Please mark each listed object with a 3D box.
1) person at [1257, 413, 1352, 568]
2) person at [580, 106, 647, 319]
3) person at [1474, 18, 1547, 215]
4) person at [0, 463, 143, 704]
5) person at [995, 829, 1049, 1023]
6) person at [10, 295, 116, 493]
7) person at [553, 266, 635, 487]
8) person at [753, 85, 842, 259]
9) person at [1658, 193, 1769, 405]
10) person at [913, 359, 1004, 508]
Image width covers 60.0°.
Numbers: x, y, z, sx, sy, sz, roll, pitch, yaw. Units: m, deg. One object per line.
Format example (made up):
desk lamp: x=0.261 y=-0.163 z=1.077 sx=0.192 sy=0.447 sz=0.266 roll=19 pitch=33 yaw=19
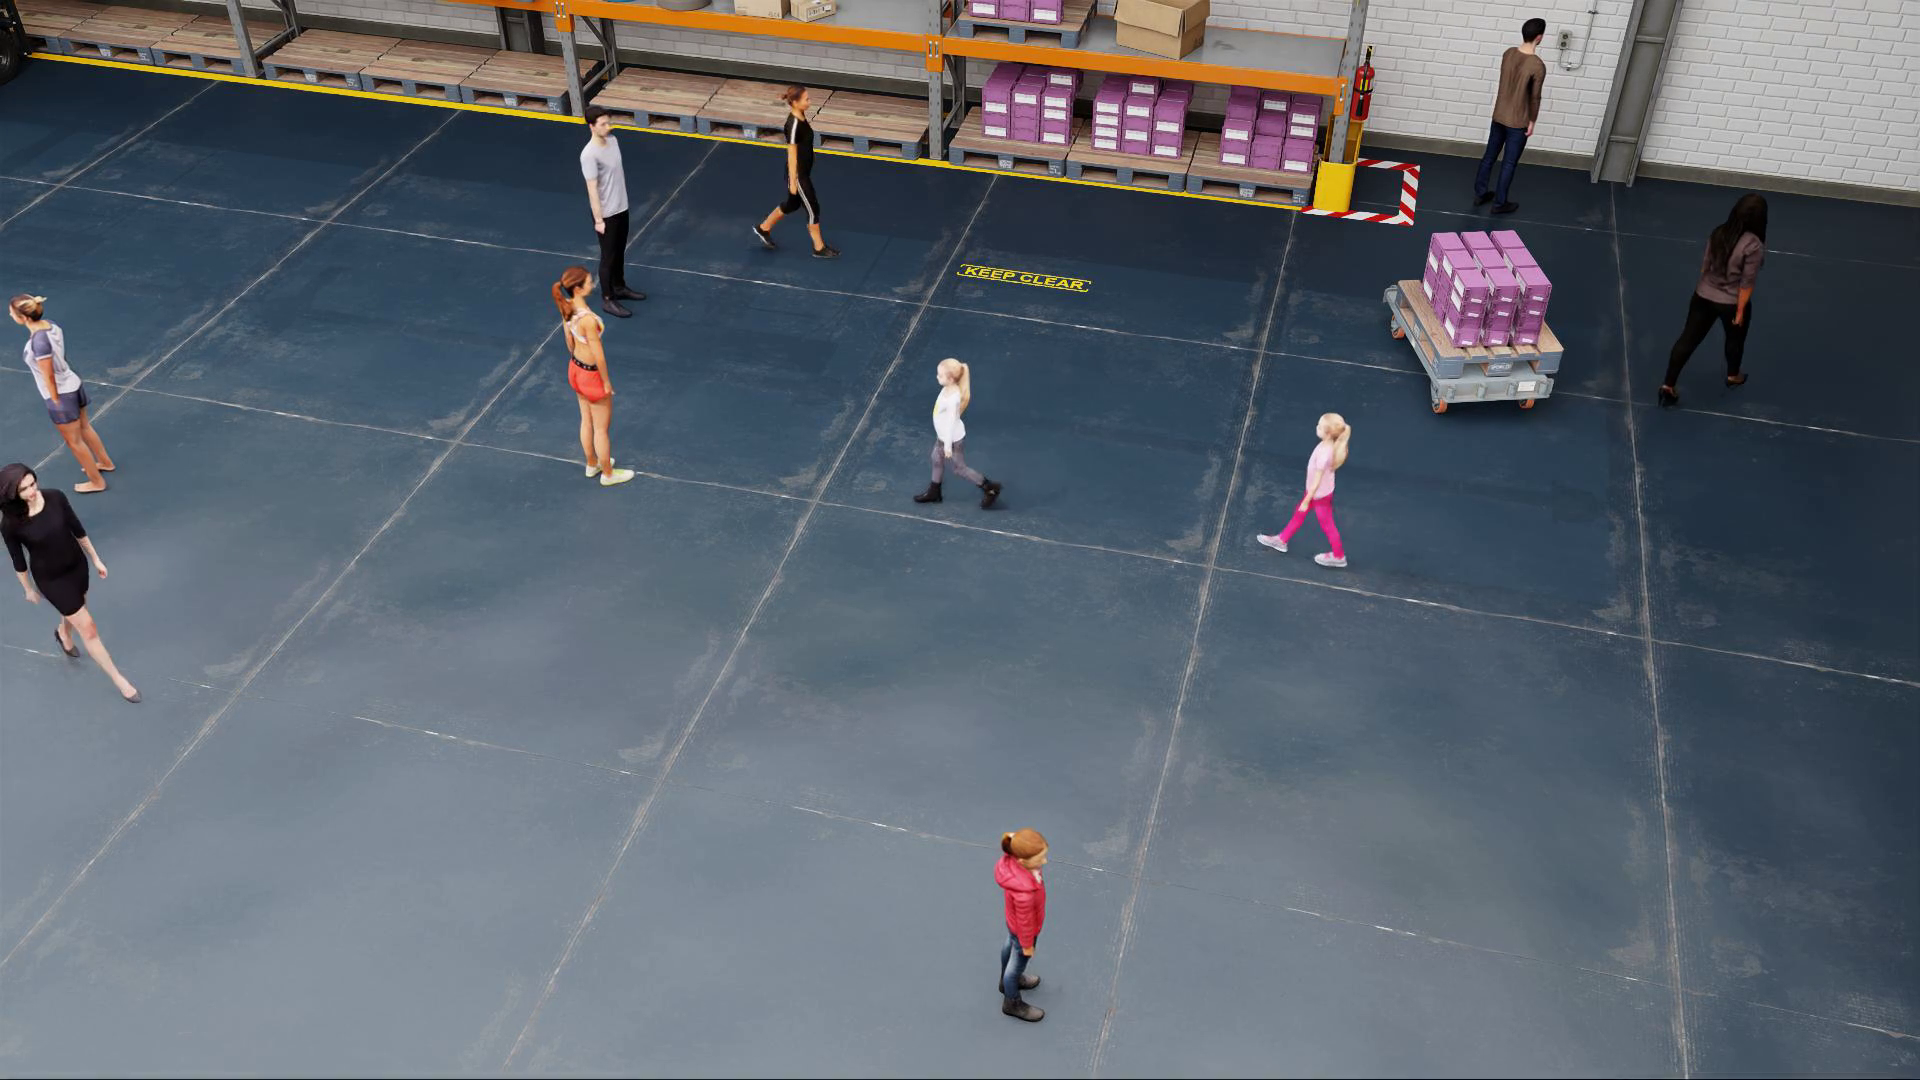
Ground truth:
person: x=2.573 y=-0.323 z=11.609 sx=0.887 sy=1.241 sz=0.532 roll=12 pitch=40 yaw=14
person: x=-3.010 y=-2.836 z=14.257 sx=0.536 sy=1.864 sz=0.660 roll=11 pitch=40 yaw=13
person: x=5.211 y=-3.999 z=15.695 sx=0.791 sy=1.886 sz=0.711 roll=-23 pitch=44 yaw=-26
person: x=-5.712 y=0.221 z=10.514 sx=1.174 sy=1.757 sz=0.770 roll=20 pitch=43 yaw=23
person: x=0.308 y=1.985 z=8.660 sx=0.566 sy=1.314 sz=0.563 roll=0 pitch=39 yaw=0
person: x=-6.615 y=-1.088 z=12.264 sx=0.642 sy=1.620 sz=0.631 roll=-8 pitch=39 yaw=-10
person: x=-2.733 y=-1.204 z=12.273 sx=0.713 sy=1.789 sz=0.621 roll=-29 pitch=47 yaw=-31
person: x=-1.545 y=-3.317 z=15.039 sx=1.095 sy=1.640 sz=0.714 roll=3 pitch=39 yaw=3
person: x=5.874 y=-1.814 z=13.021 sx=1.144 sy=1.809 sz=1.107 roll=-21 pitch=43 yaw=-25
person: x=0.004 y=-0.759 z=12.141 sx=0.945 sy=1.259 sz=0.684 roll=-3 pitch=39 yaw=-3
